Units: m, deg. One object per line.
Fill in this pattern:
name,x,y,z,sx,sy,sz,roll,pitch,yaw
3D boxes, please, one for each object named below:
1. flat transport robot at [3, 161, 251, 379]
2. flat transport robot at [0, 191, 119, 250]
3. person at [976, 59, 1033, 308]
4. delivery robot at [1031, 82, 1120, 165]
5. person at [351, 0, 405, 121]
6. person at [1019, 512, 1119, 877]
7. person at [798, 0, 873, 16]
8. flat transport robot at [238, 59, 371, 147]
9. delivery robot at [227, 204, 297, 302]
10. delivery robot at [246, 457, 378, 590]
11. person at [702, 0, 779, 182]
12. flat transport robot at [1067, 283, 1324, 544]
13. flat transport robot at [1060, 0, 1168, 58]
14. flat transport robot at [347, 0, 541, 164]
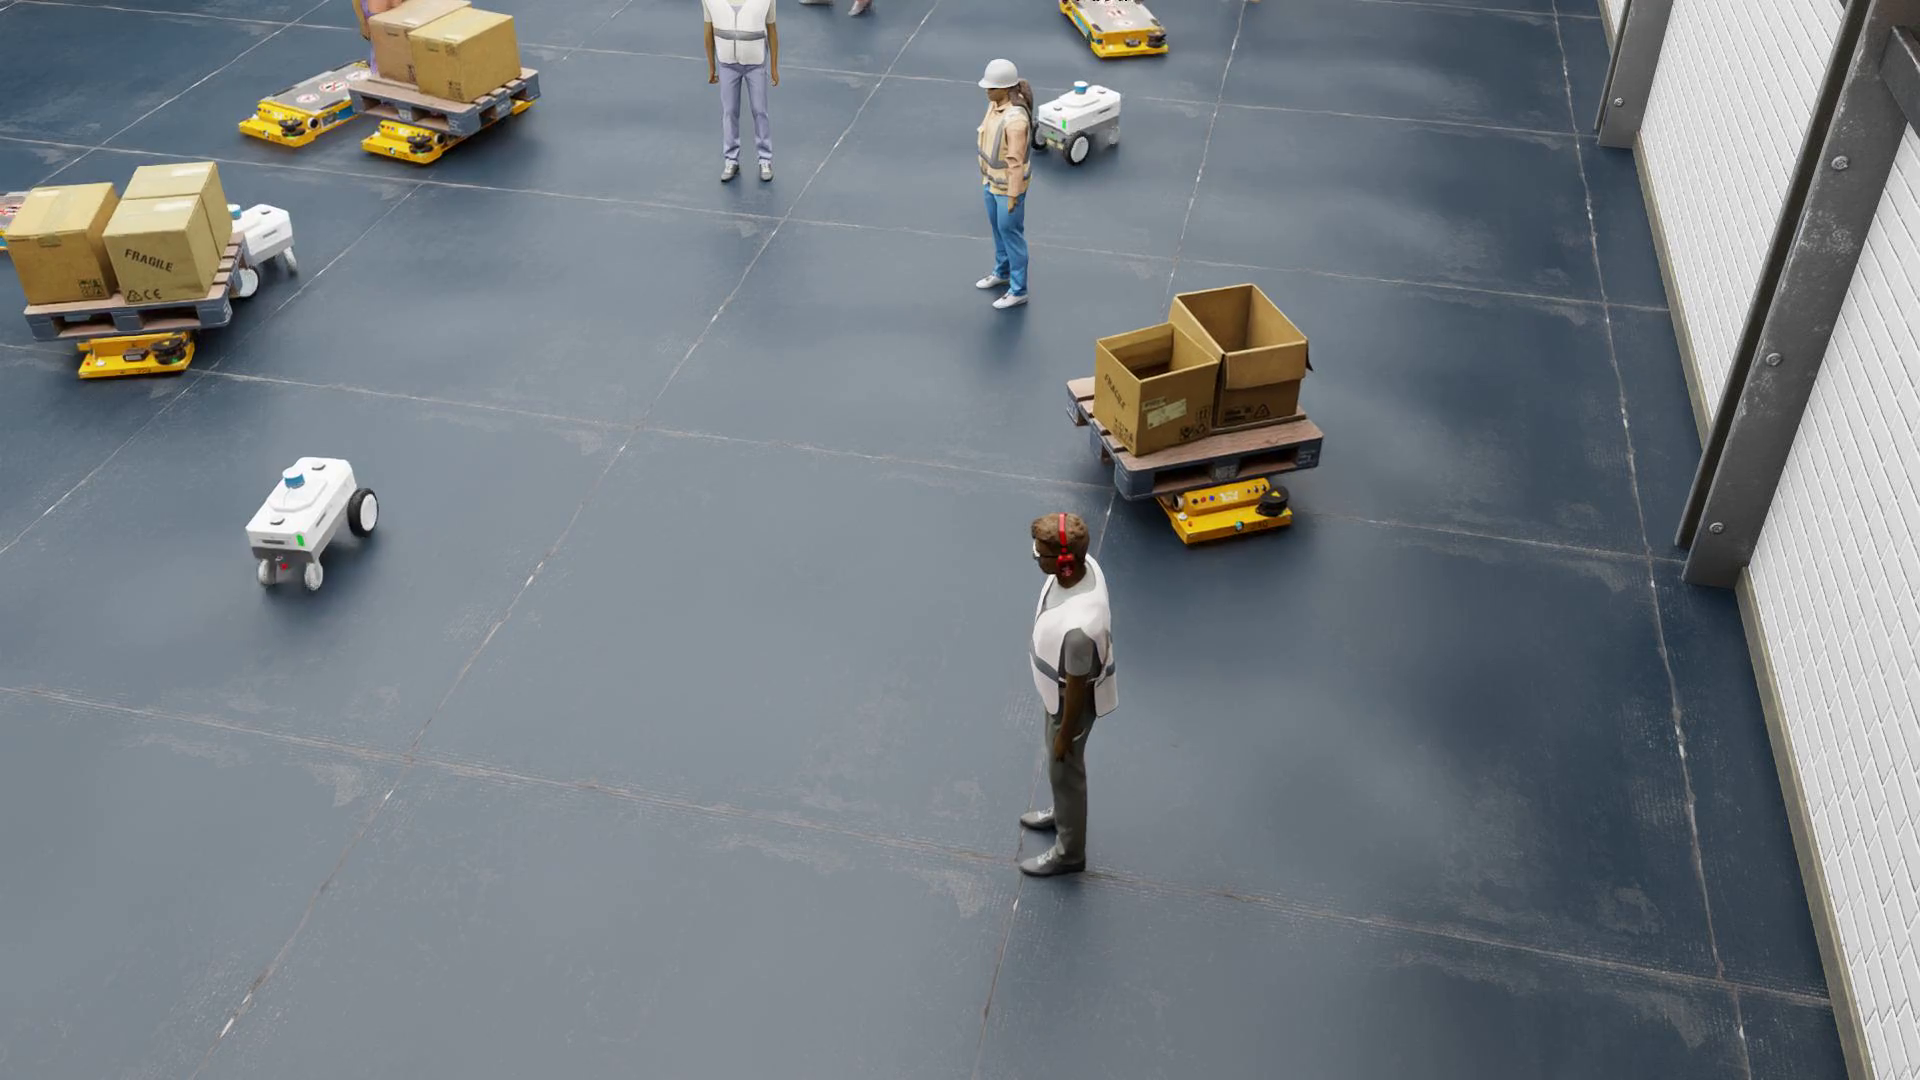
flat transport robot,-5.477,-1.548,11.290,0.659,0.231,1.431,-6,37,-8
flat transport robot,-7.059,-2.353,12.367,1.431,0.231,0.659,-3,37,-3
person,0.303,-2.412,11.236,0.378,1.721,0.487,-13,39,-17
delivery robot,0.950,-3.420,13.571,0.797,0.613,0.499,-29,46,-33
person,-4.796,-4.372,13.761,0.378,1.835,0.564,15,39,19
person,0.465,0.655,7.038,0.400,1.834,0.568,-1,37,-1
person,-1.231,-5.986,15.921,0.732,1.849,0.563,-2,37,-3
flat transport robot,-5.389,-3.749,14.236,0.659,0.231,1.431,19,41,23
delivery robot,-5.075,-2.051,11.731,0.524,0.602,0.774,18,40,23
delivery robot,-3.600,-0.132,9.170,0.499,0.611,0.814,4,37,5
person,-1.666,-3.677,12.821,0.562,1.846,0.394,1,37,1
flat transport robot,1.370,-0.501,9.889,0.659,0.231,1.431,-10,38,-14
flat transport robot,1.451,-4.931,15.817,0.659,0.231,1.431,-7,37,-10
flat transport robot,-4.288,-3.555,13.976,0.659,0.231,1.431,16,40,21
